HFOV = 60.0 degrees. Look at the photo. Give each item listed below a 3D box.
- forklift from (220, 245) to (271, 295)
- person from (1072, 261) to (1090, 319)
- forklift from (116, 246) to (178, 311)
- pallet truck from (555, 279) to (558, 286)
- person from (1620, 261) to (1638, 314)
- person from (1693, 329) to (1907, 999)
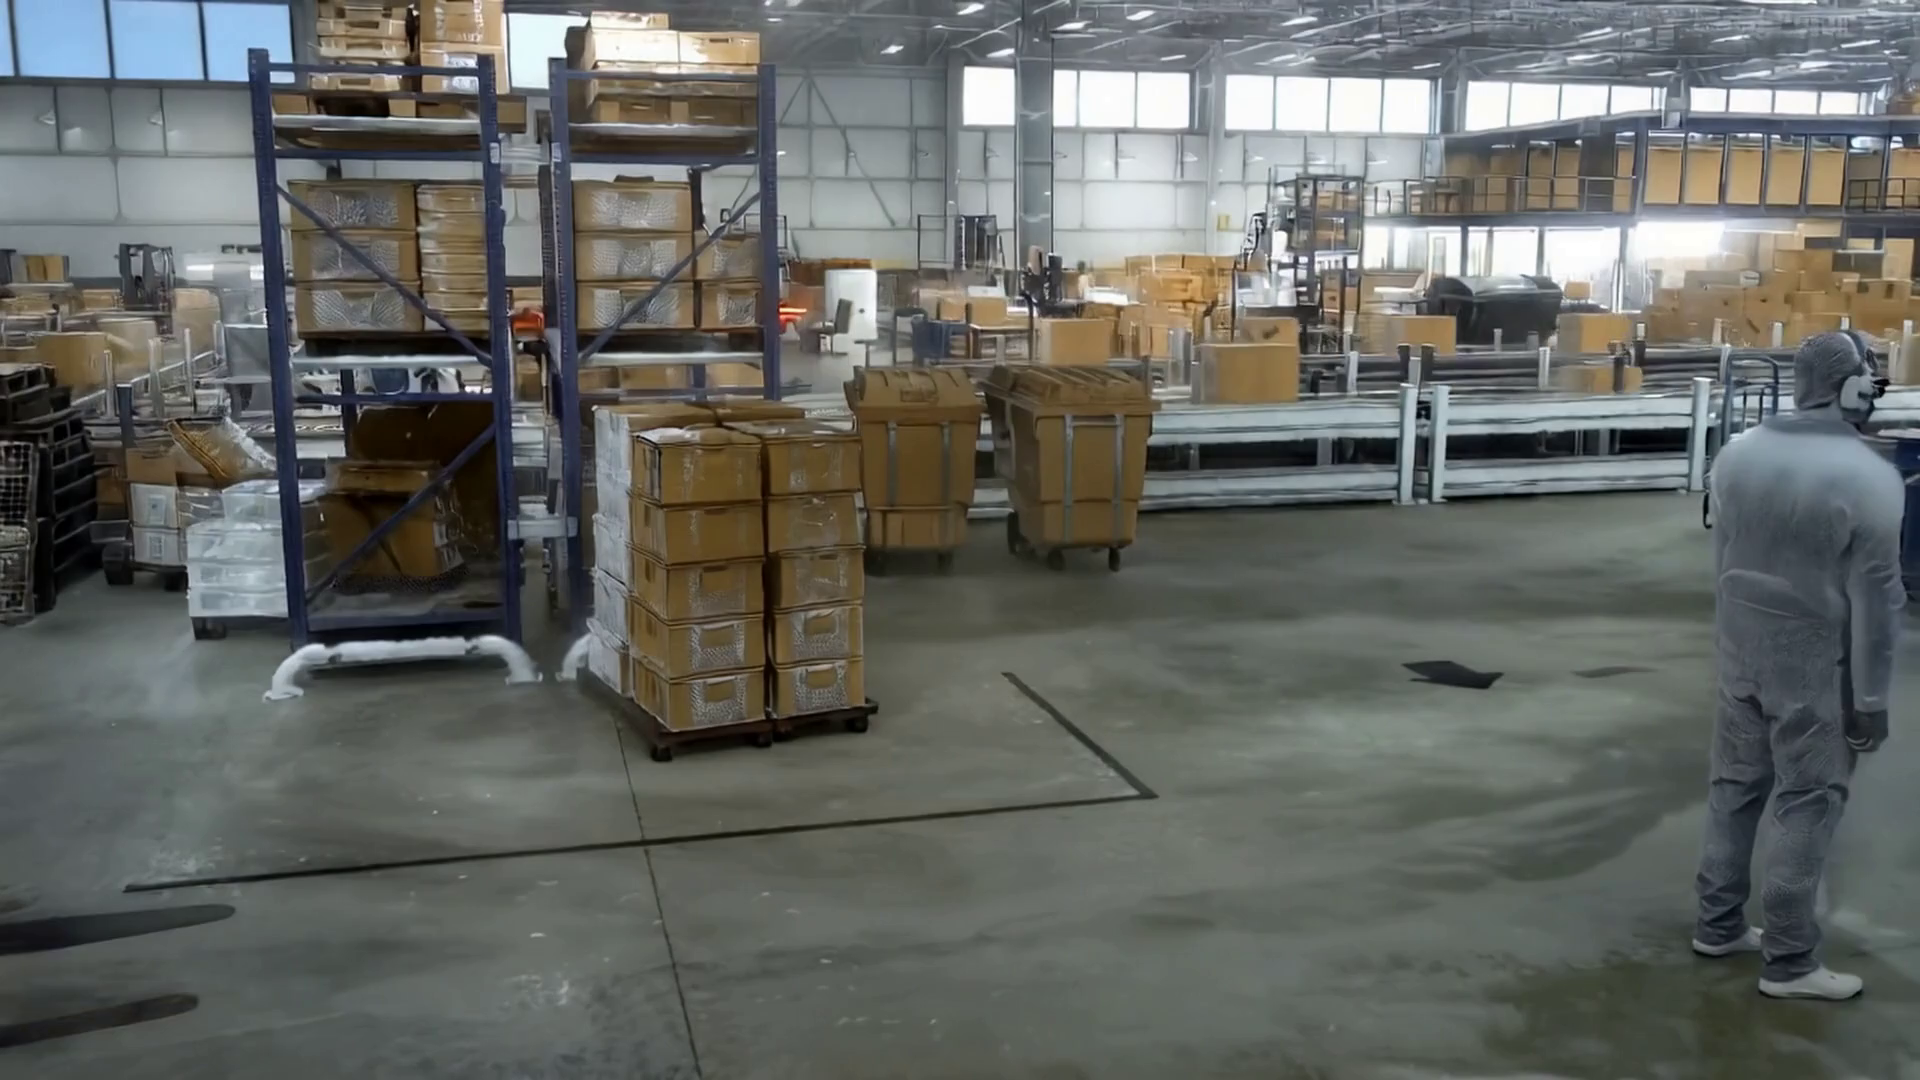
[{"bbox_3d":[-17.749,-6.334,41.440,1.157,1.987,2.680,-3,10,-17],"label":"forklift"},{"bbox_3d":[2.633,-5.161,36.213,0.961,1.815,0.529,-1,10,-7],"label":"person"},{"bbox_3d":[-19.966,-6.232,40.894,1.157,1.987,2.680,-3,10,-15],"label":"forklift"},{"bbox_3d":[-10.604,-6.375,44.520,0.653,1.274,1.630,-3,10,-15],"label":"pallet truck"},{"bbox_3d":[16.086,-5.805,39.986,0.329,1.765,0.533,-1,10,-8],"label":"person"},{"bbox_3d":[2.414,0.354,4.748,0.399,1.900,0.636,-3,11,-18],"label":"person"}]
